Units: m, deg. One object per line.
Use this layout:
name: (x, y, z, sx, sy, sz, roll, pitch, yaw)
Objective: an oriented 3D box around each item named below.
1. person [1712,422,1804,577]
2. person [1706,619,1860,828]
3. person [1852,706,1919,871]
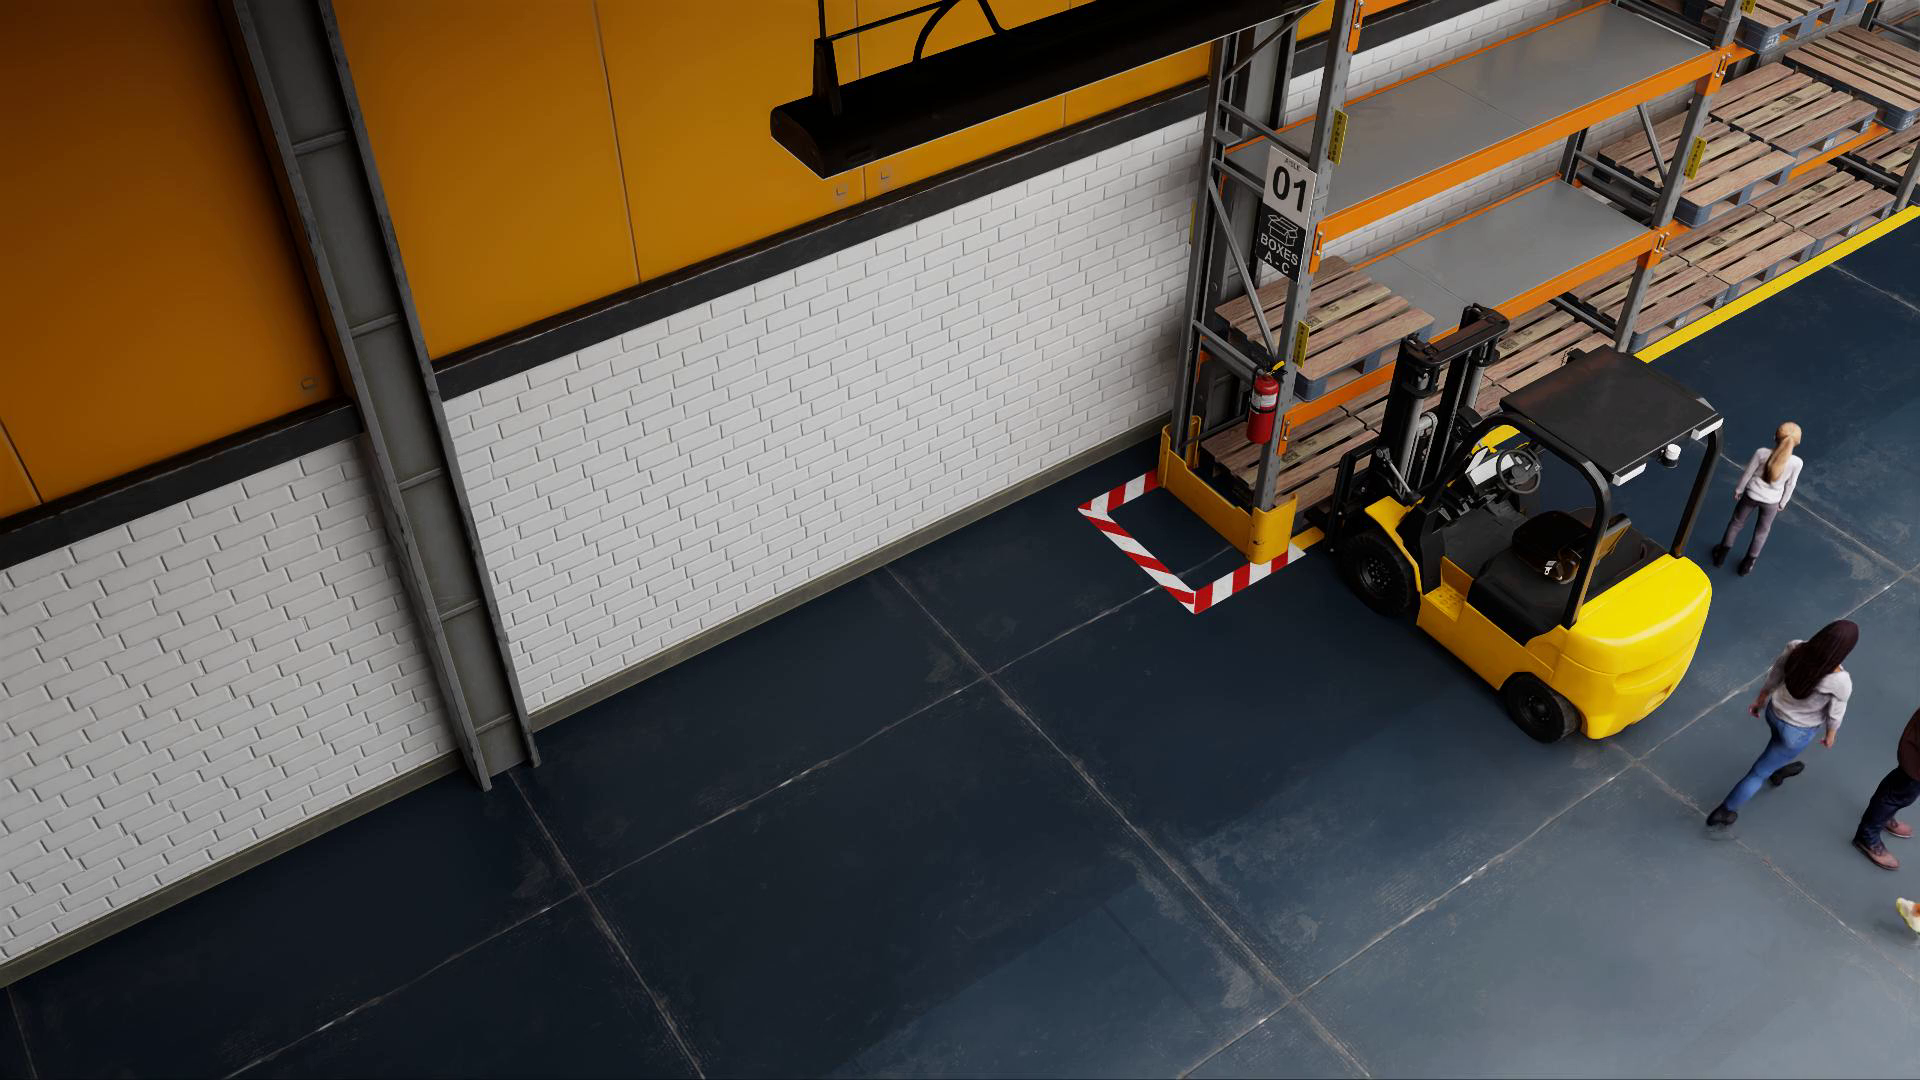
person: (5.597, -0.299, 11.610, 0.563, 1.274, 0.589, 23, 48, 22)
person: (4.860, 1.132, 9.885, 1.102, 1.583, 0.760, -17, 46, -17)
person: (5.663, 1.165, 9.658, 0.887, 1.848, 0.721, 30, 51, 28)
